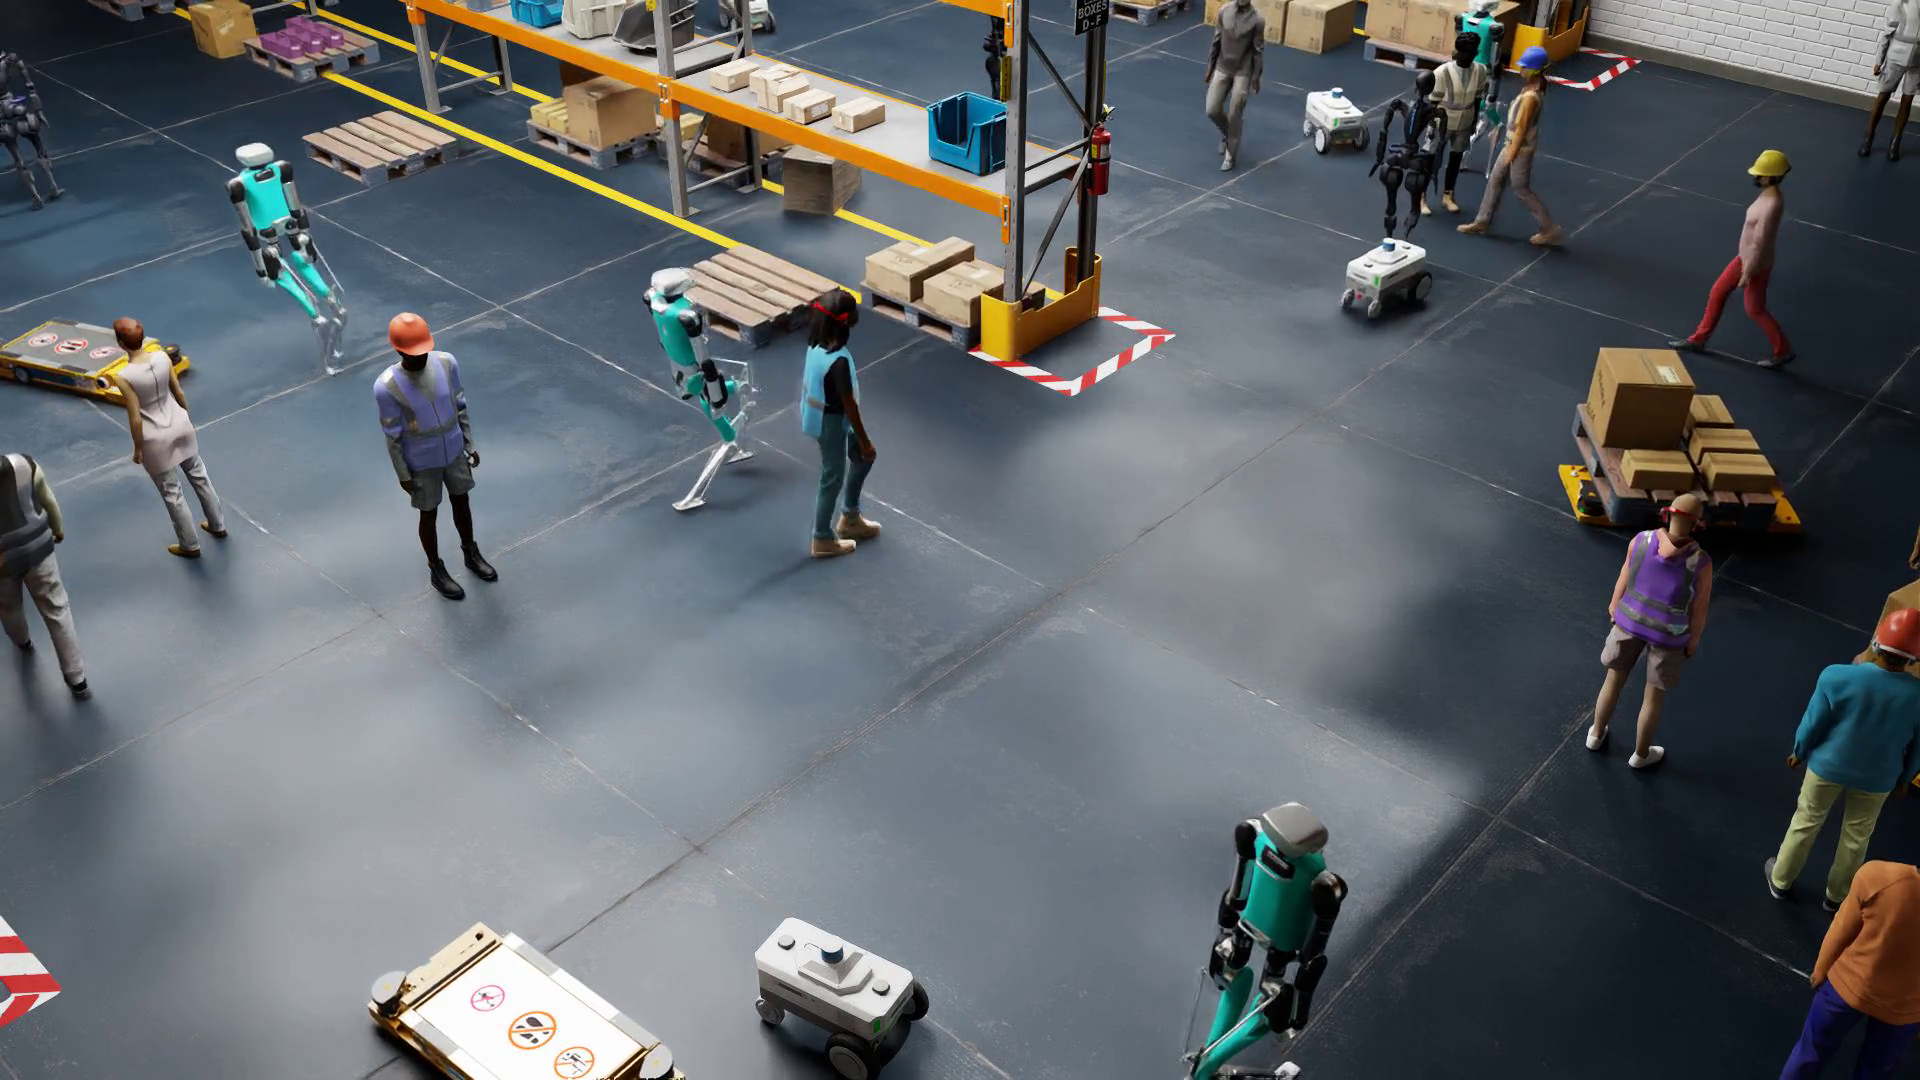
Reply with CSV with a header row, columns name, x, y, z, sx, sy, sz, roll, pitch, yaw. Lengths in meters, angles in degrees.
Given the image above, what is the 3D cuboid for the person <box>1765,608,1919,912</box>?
name,x,y,z,sx,sy,sz,roll,pitch,yaw
person,4.284,1.055,7.973,0.562,1.752,0.325,15,37,20

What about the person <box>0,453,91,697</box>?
name,x,y,z,sx,sy,sz,roll,pitch,yaw
person,-5.399,0.021,9.446,0.592,1.788,0.912,-22,40,-28

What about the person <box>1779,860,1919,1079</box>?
name,x,y,z,sx,sy,sz,roll,pitch,yaw
person,3.720,1.804,6.703,0.515,1.973,0.401,20,39,26

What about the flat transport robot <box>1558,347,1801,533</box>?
name,x,y,z,sx,sy,sz,roll,pitch,yaw
flat transport robot,4.868,-0.326,11.283,1.431,0.231,0.659,3,35,4

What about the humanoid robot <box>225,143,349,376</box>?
name,x,y,z,sx,sy,sz,roll,pitch,yaw
humanoid robot,-4.935,-2.042,12.506,0.770,1.812,0.538,21,40,28

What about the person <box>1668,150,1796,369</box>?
name,x,y,z,sx,sy,sz,roll,pitch,yaw
person,6.063,-2.118,12.596,0.865,1.718,0.526,11,36,16

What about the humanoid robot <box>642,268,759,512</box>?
name,x,y,z,sx,sy,sz,roll,pitch,yaw
humanoid robot,-1.618,-1.067,11.097,1.057,1.730,0.533,-28,43,-34

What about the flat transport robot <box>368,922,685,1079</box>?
name,x,y,z,sx,sy,sz,roll,pitch,yaw
flat transport robot,-1.984,2.257,7.540,1.431,0.231,0.659,24,41,31

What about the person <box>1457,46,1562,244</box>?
name,x,y,z,sx,sy,sz,roll,pitch,yaw
person,4.924,-3.412,14.450,0.821,1.747,0.473,8,35,11

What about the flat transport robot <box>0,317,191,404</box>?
name,x,y,z,sx,sy,sz,roll,pitch,yaw
flat transport robot,-6.750,-1.389,12.822,1.431,0.231,0.659,12,36,17

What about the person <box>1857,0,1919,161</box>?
name,x,y,z,sx,sy,sz,roll,pitch,yaw
person,9.158,-4.636,16.071,0.548,1.927,0.390,14,37,19

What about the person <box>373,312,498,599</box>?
name,x,y,z,sx,sy,sz,roll,pitch,yaw
person,-3.182,-0.517,10.102,0.382,1.932,0.540,29,44,35

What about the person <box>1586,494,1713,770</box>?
name,x,y,z,sx,sy,sz,roll,pitch,yaw
person,3.676,0.490,8.847,0.484,1.691,0.347,27,43,33

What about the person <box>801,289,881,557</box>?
name,x,y,z,sx,sy,sz,roll,pitch,yaw
person,-0.707,-0.706,10.443,0.638,1.846,0.547,-6,35,-9

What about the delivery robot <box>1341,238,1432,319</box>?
name,x,y,z,sx,sy,sz,roll,pitch,yaw
delivery robot,3.528,-2.204,13.763,0.801,0.608,0.499,-27,43,-33

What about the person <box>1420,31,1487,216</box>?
name,x,y,z,sx,sy,sz,roll,pitch,yaw
person,4.440,-3.757,15.005,0.535,1.693,0.320,-8,35,-11

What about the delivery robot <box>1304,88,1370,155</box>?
name,x,y,z,sx,sy,sz,roll,pitch,yaw
delivery robot,3.753,-4.225,16.672,0.499,0.586,0.783,-8,35,-12

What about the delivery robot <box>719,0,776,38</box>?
name,x,y,z,sx,sy,sz,roll,pitch,yaw
delivery robot,-2.545,-6.258,19.641,0.499,0.614,0.812,-21,40,-27

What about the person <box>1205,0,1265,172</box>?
name,x,y,z,sx,sy,sz,roll,pitch,yaw
person,2.607,-4.475,15.870,0.577,1.879,0.456,18,39,25

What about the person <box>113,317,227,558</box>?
name,x,y,z,sx,sy,sz,roll,pitch,yaw
person,-5.038,-0.650,10.525,0.269,1.659,0.461,15,37,20

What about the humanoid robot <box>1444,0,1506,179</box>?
name,x,y,z,sx,sy,sz,roll,pitch,yaw
humanoid robot,4.973,-4.285,15.733,0.783,1.784,0.536,-24,41,-30

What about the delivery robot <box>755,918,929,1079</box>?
name,x,y,z,sx,sy,sz,roll,pitch,yaw
delivery robot,-0.546,2.062,7.584,0.788,0.610,0.499,19,39,25

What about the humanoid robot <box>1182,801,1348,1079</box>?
name,x,y,z,sx,sy,sz,roll,pitch,yaw
humanoid robot,1.053,1.918,6.789,1.034,1.759,0.536,-23,41,-30

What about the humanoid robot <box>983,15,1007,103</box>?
name,x,y,z,sx,sy,sz,roll,pitch,yaw
humanoid robot,0.423,-4.895,16.661,0.320,1.654,0.593,11,36,16

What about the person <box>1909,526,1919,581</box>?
name,x,y,z,sx,sy,sz,roll,pitch,yaw
person,5.586,0.106,9.282,0.499,1.839,0.343,26,42,32

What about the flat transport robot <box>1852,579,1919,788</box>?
name,x,y,z,sx,sy,sz,roll,pitch,yaw
flat transport robot,5.775,1.053,9.285,1.431,0.231,0.659,-19,39,-25

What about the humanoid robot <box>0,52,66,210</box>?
name,x,y,z,sx,sy,sz,roll,pitch,yaw
humanoid robot,-8.640,-3.850,15.156,0.585,1.644,0.443,-12,36,-16

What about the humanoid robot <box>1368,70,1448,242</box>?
name,x,y,z,sx,sy,sz,roll,pitch,yaw
humanoid robot,3.780,-3.166,14.167,0.610,1.644,0.461,15,37,21
